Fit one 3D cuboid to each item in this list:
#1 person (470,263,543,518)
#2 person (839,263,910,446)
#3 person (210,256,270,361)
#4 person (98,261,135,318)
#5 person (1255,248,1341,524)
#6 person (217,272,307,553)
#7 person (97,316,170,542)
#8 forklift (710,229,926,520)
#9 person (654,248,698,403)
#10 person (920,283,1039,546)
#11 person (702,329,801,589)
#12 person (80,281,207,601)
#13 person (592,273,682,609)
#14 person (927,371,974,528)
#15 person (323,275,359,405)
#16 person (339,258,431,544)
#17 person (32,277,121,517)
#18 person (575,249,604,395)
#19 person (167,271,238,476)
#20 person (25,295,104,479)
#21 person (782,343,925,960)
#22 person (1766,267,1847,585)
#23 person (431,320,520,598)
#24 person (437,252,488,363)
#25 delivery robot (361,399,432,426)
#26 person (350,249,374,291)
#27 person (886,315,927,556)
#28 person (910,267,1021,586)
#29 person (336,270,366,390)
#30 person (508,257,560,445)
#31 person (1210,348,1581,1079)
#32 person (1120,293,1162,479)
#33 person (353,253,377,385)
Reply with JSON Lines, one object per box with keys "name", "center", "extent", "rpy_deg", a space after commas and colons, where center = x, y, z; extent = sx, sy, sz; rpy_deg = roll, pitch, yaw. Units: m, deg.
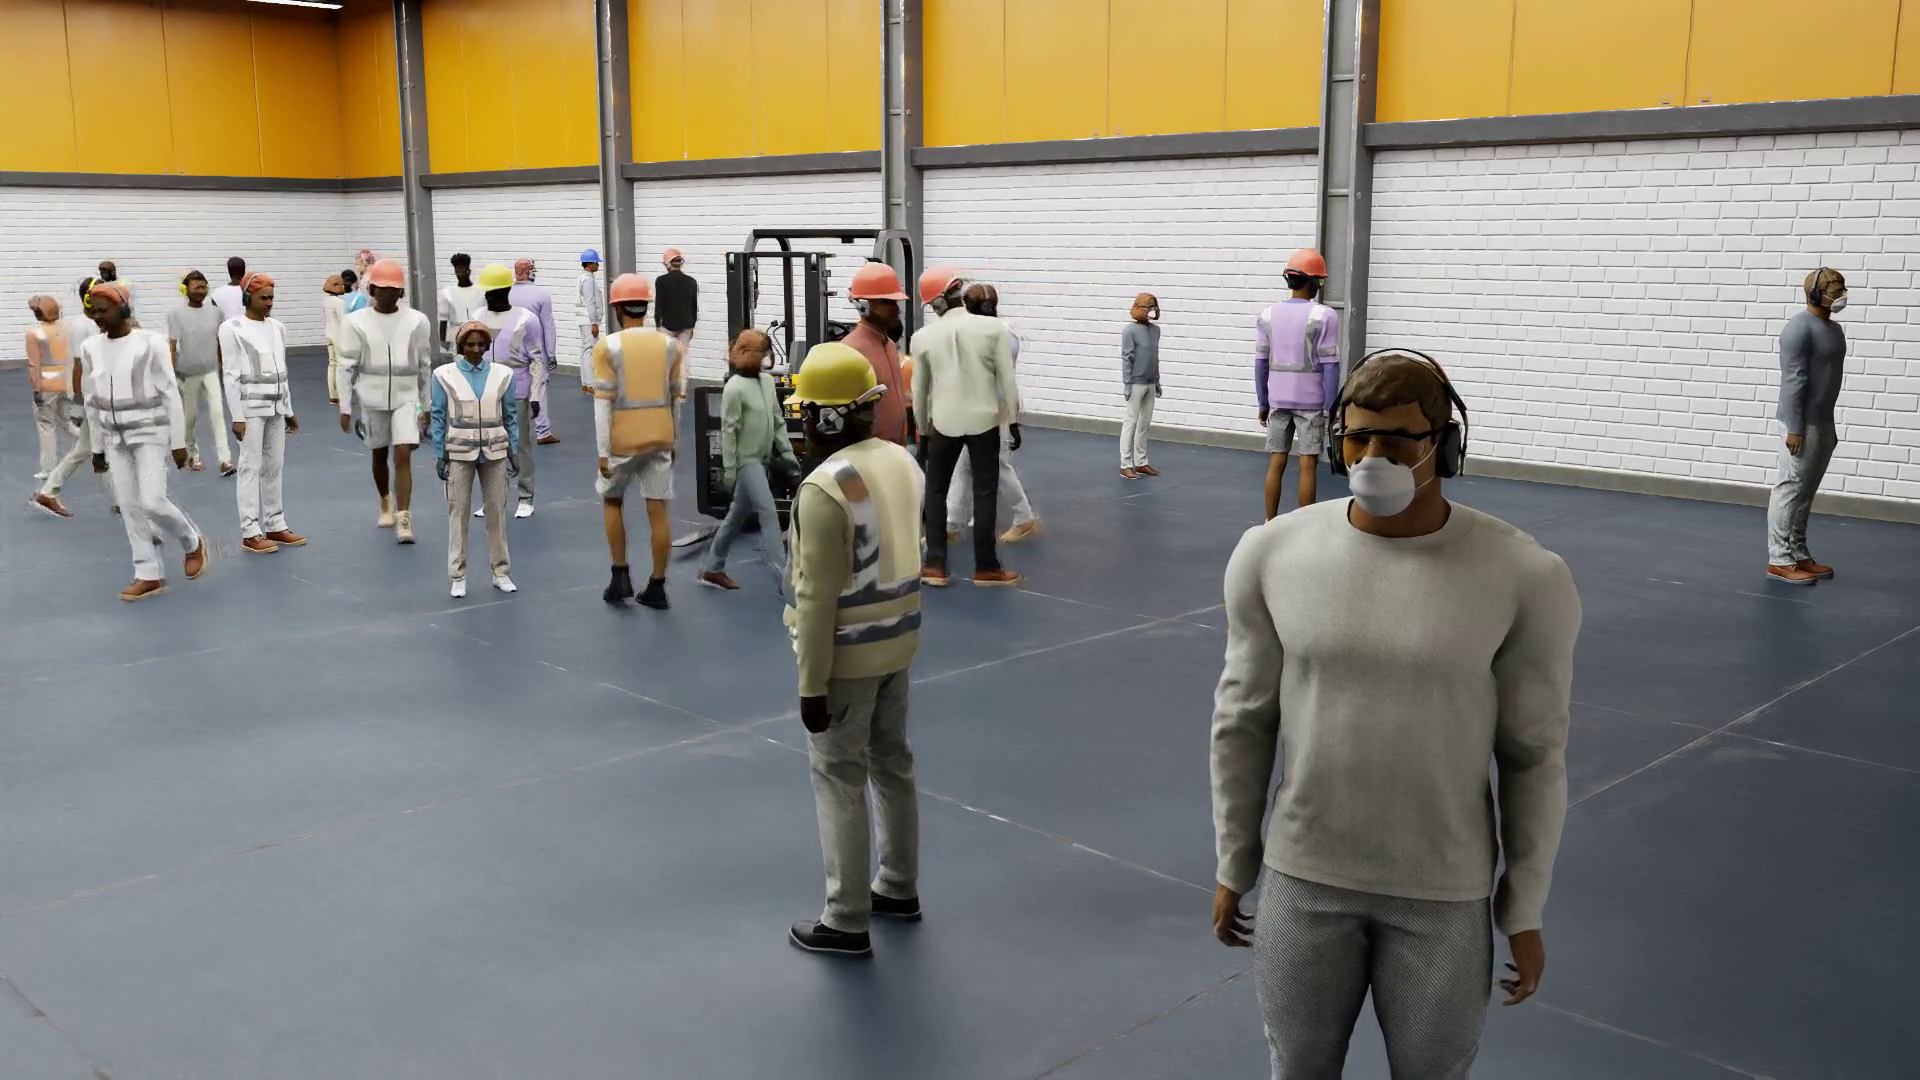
{"name": "person", "center": [-3.443, -1.118, 12.569], "extent": [0.585, 1.920, 0.383], "rpy_deg": [2, 11, 13]}
{"name": "person", "center": [-0.431, -0.392, 8.406], "extent": [0.395, 1.992, 0.622], "rpy_deg": [3, 11, 18]}
{"name": "person", "center": [-7.912, -2.173, 18.366], "extent": [0.619, 1.902, 0.470], "rpy_deg": [-4, 11, -21]}
{"name": "person", "center": [-11.734, -2.983, 23.137], "extent": [0.630, 1.783, 1.036], "rpy_deg": [1, 10, 4]}
{"name": "person", "center": [2.293, -0.934, 11.229], "extent": [0.614, 2.041, 0.389], "rpy_deg": [9, 14, 41]}
{"name": "person", "center": [-4.729, -0.864, 11.274], "extent": [0.356, 1.887, 0.572], "rpy_deg": [3, 11, 17]}
{"name": "person", "center": [-5.796, -0.837, 11.688], "extent": [0.484, 1.681, 0.907], "rpy_deg": [-5, 11, -24]}
{"name": "forklift", "center": [-1.050, -1.319, 12.920], "extent": [1.214, 2.155, 2.313], "rpy_deg": [2, 11, 13]}
{"name": "person", "center": [-3.650, -2.746, 21.322], "extent": [0.648, 1.961, 0.565], "rpy_deg": [-7, 13, -35]}
{"name": "person", "center": [0.163, -0.842, 11.438], "extent": [0.853, 1.822, 0.627], "rpy_deg": [-6, 12, -29]}
{"name": "person", "center": [-1.211, -0.453, 9.843], "extent": [0.849, 1.587, 0.513], "rpy_deg": [4, 11, 18]}
{"name": "person", "center": [-4.829, -0.594, 9.835], "extent": [0.593, 1.869, 0.529], "rpy_deg": [3, 11, 14]}
{"name": "person", "center": [-1.859, -0.567, 9.585], "extent": [0.562, 1.910, 0.613], "rpy_deg": [-6, 12, -30]}
{"name": "person", "center": [0.023, -0.832, 11.910], "extent": [0.539, 1.584, 0.848], "rpy_deg": [5, 11, 25]}
{"name": "person", "center": [-7.847, -2.520, 20.998], "extent": [0.500, 1.633, 0.281], "rpy_deg": [10, 14, 42]}
{"name": "person", "center": [-4.068, -1.003, 11.814], "extent": [0.639, 1.977, 1.110], "rpy_deg": [-4, 11, -22]}
{"name": "person", "center": [-6.637, -1.070, 12.575], "extent": [0.837, 1.829, 0.532], "rpy_deg": [-4, 11, -21]}
{"name": "person", "center": [-4.950, -2.912, 22.273], "extent": [0.389, 1.949, 0.603], "rpy_deg": [-4, 11, -22]}
{"name": "person", "center": [-6.771, -1.482, 14.830], "extent": [0.545, 1.815, 0.973], "rpy_deg": [-9, 14, -41]}
{"name": "person", "center": [-7.846, -1.323, 14.483], "extent": [0.611, 1.621, 0.524], "rpy_deg": [4, 11, 20]}
{"name": "person", "center": [-0.326, 0.330, 4.955], "extent": [0.403, 1.824, 0.599], "rpy_deg": [6, 12, 28]}
{"name": "person", "center": [5.250, -0.706, 10.271], "extent": [0.632, 1.940, 0.372], "rpy_deg": [-10, 14, -43]}
{"name": "person", "center": [-2.872, -0.485, 9.886], "extent": [0.510, 1.639, 0.308], "rpy_deg": [-6, 12, -28]}
{"name": "person", "center": [-5.367, -2.160, 18.193], "extent": [0.646, 1.942, 0.432], "rpy_deg": [-2, 11, -12]}
{"name": "delivery robot", "center": [-5.868, -1.359, 17.353], "extent": [0.707, 0.478, 0.477], "rpy_deg": [3, 11, 15]}
{"name": "person", "center": [-9.789, -3.856, 27.545], "extent": [0.642, 1.905, 0.399], "rpy_deg": [-7, 13, -34]}
{"name": "person", "center": [-0.385, -0.634, 10.573], "extent": [0.512, 1.677, 0.541], "rpy_deg": [-9, 13, -39]}
{"name": "person", "center": [0.037, -0.674, 10.111], "extent": [0.725, 1.943, 0.381], "rpy_deg": [2, 11, 11]}
{"name": "person", "center": [-8.373, -2.866, 22.774], "extent": [0.549, 1.660, 0.699], "rpy_deg": [1, 10, 7]}
{"name": "person", "center": [-4.412, -1.926, 17.015], "extent": [0.651, 1.906, 0.401], "rpy_deg": [3, 11, 14]}
{"name": "person", "center": [0.755, 0.624, 3.022], "extent": [0.635, 1.939, 0.367], "rpy_deg": [4, 11, 22]}
{"name": "person", "center": [1.608, -1.362, 14.682], "extent": [0.266, 1.631, 0.507], "rpy_deg": [10, 14, 42]}
{"name": "person", "center": [-8.345, -3.075, 23.352], "extent": [0.757, 1.872, 0.667], "rpy_deg": [-1, 10, -8]}
